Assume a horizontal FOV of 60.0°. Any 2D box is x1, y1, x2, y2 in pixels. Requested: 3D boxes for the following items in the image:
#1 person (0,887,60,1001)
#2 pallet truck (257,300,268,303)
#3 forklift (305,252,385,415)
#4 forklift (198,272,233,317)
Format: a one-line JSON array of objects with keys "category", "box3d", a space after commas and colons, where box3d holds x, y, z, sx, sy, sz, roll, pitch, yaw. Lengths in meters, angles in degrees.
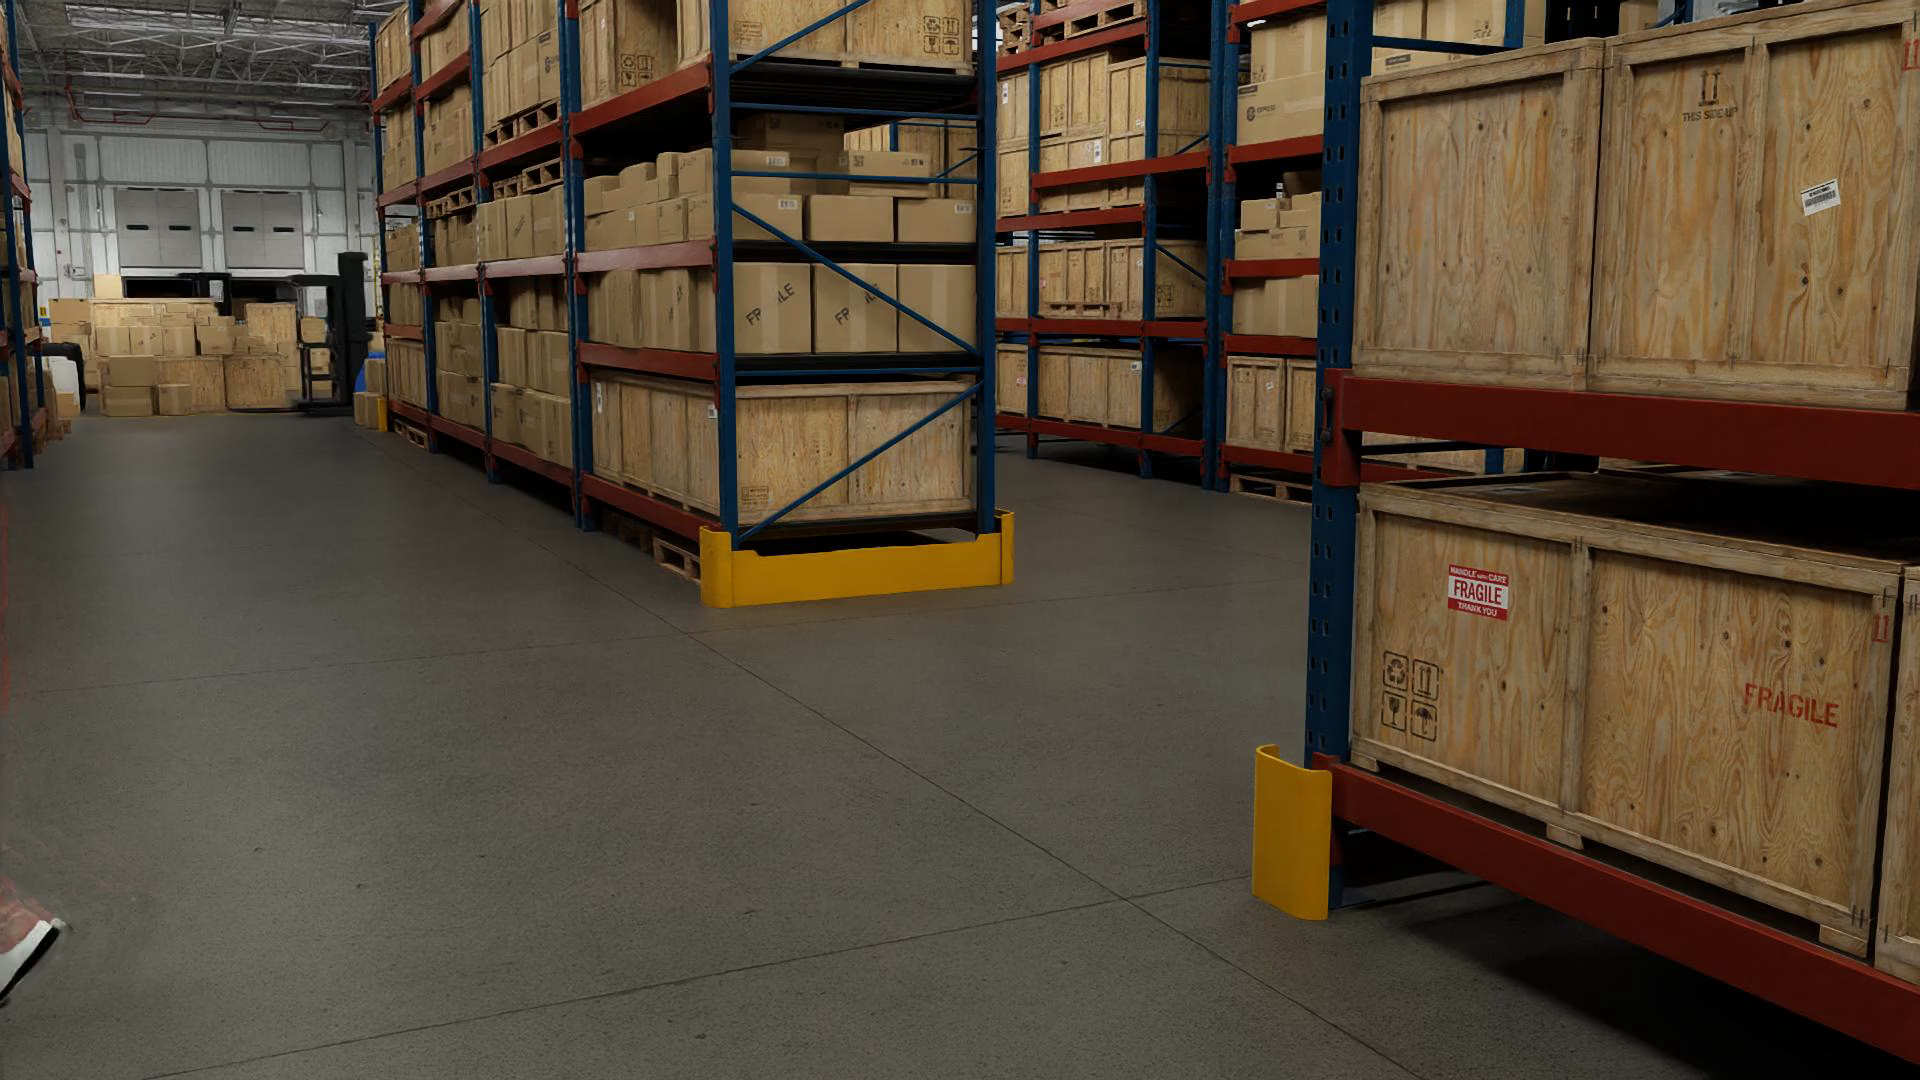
[{"category": "person", "box3d": [-2.788, 0.448, 4.366, 0.500, 1.893, 0.668, -4, 9, -26]}, {"category": "pallet truck", "box3d": [-23.913, -7.404, 58.171, 1.885, 1.965, 0.823, -1, 8, -9]}, {"category": "forklift", "box3d": [-10.541, -3.613, 29.002, 1.873, 2.768, 1.129, -4, 9, -27]}, {"category": "forklift", "box3d": [-22.637, -6.767, 50.750, 1.873, 2.768, 1.129, 5, 9, 29]}]
